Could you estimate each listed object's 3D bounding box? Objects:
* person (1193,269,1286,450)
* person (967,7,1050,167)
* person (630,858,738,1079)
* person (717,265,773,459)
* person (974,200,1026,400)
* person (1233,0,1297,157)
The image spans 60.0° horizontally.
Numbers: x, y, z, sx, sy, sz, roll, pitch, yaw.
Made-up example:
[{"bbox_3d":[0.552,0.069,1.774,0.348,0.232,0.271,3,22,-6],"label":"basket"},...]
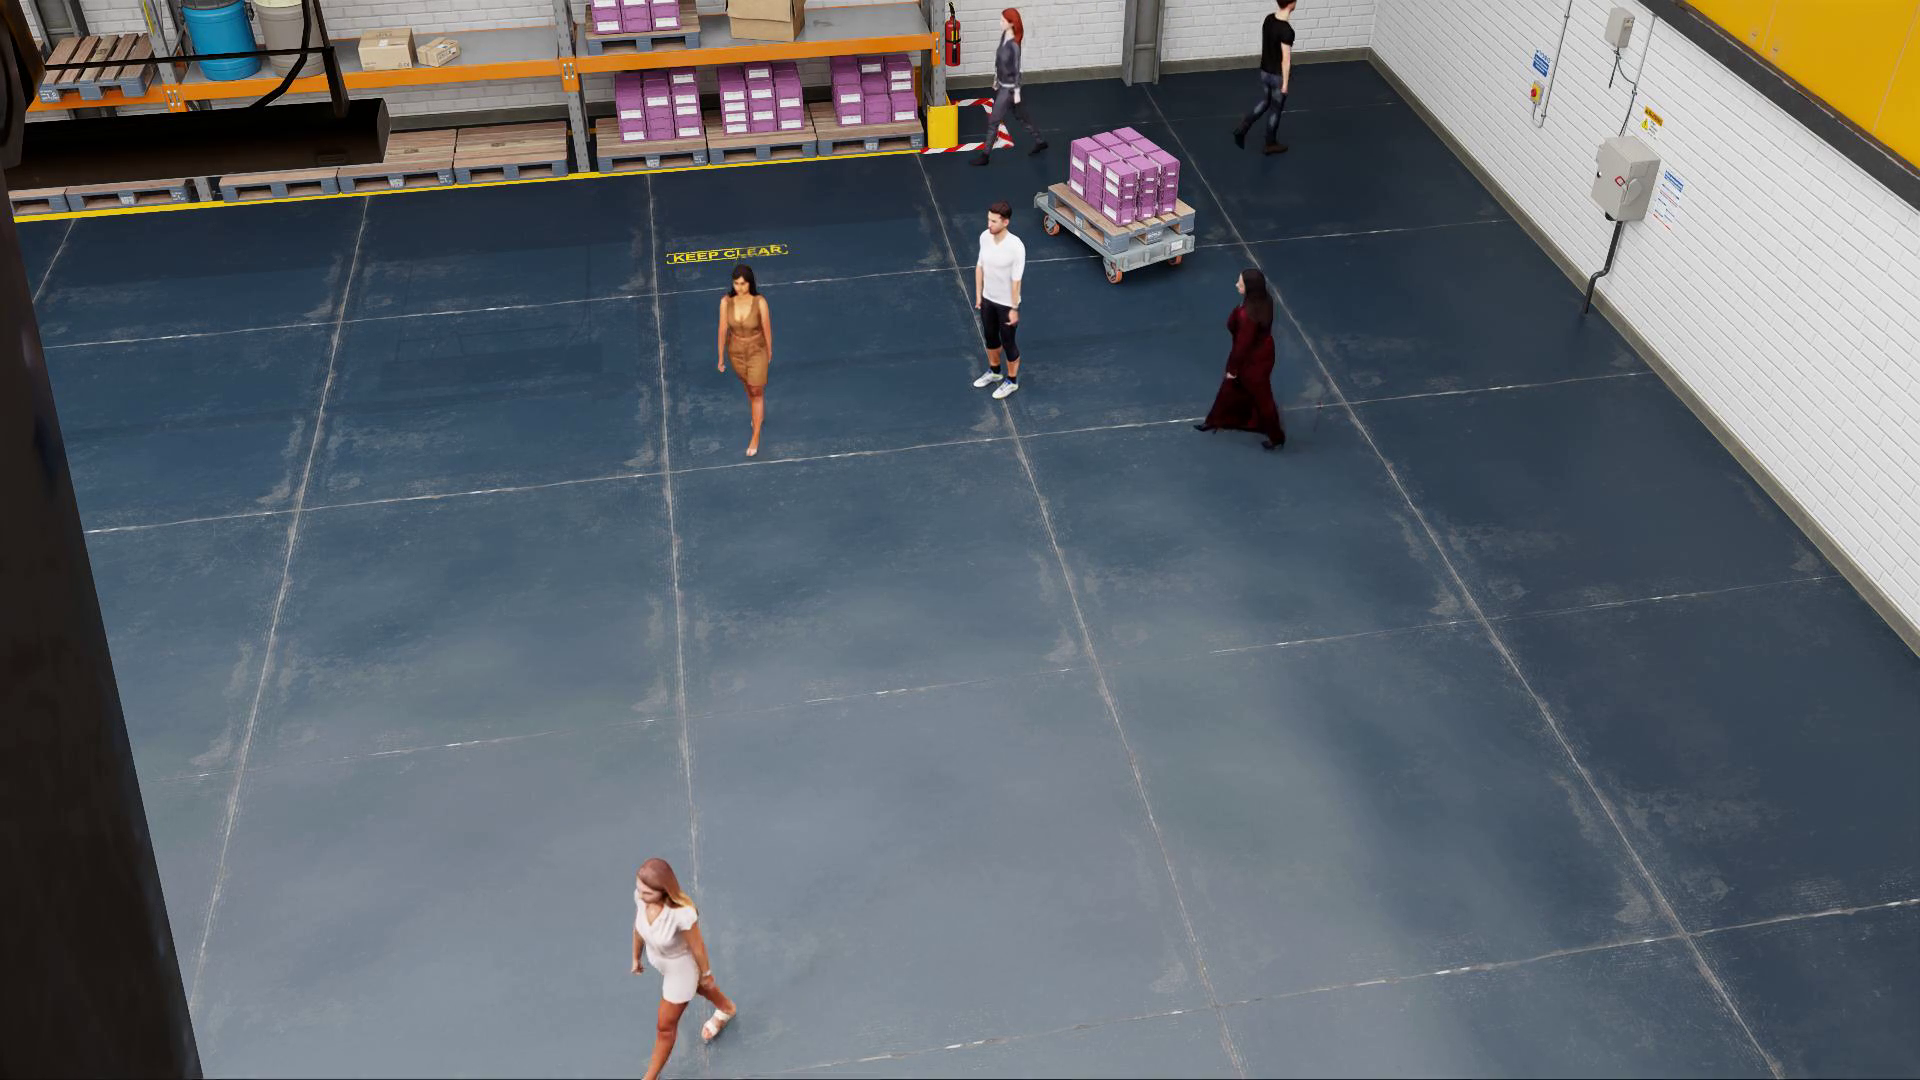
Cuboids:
[{"bbox_3d":[2.509,-1.471,13.789,1.133,1.702,0.938,14,41,17],"label":"person"},{"bbox_3d":[0.614,-4.895,18.050,1.183,1.737,0.661,-9,39,-11],"label":"person"},{"bbox_3d":[-1.505,2.283,9.138,1.053,1.642,1.165,27,46,30],"label":"person"},{"bbox_3d":[-1.765,-1.599,13.988,0.979,1.656,0.854,8,39,10],"label":"person"},{"bbox_3d":[0.361,-2.108,14.470,0.741,1.848,0.774,29,47,32],"label":"person"},{"bbox_3d":[3.362,-5.085,18.166,1.004,1.888,0.822,-15,41,-18],"label":"person"}]
